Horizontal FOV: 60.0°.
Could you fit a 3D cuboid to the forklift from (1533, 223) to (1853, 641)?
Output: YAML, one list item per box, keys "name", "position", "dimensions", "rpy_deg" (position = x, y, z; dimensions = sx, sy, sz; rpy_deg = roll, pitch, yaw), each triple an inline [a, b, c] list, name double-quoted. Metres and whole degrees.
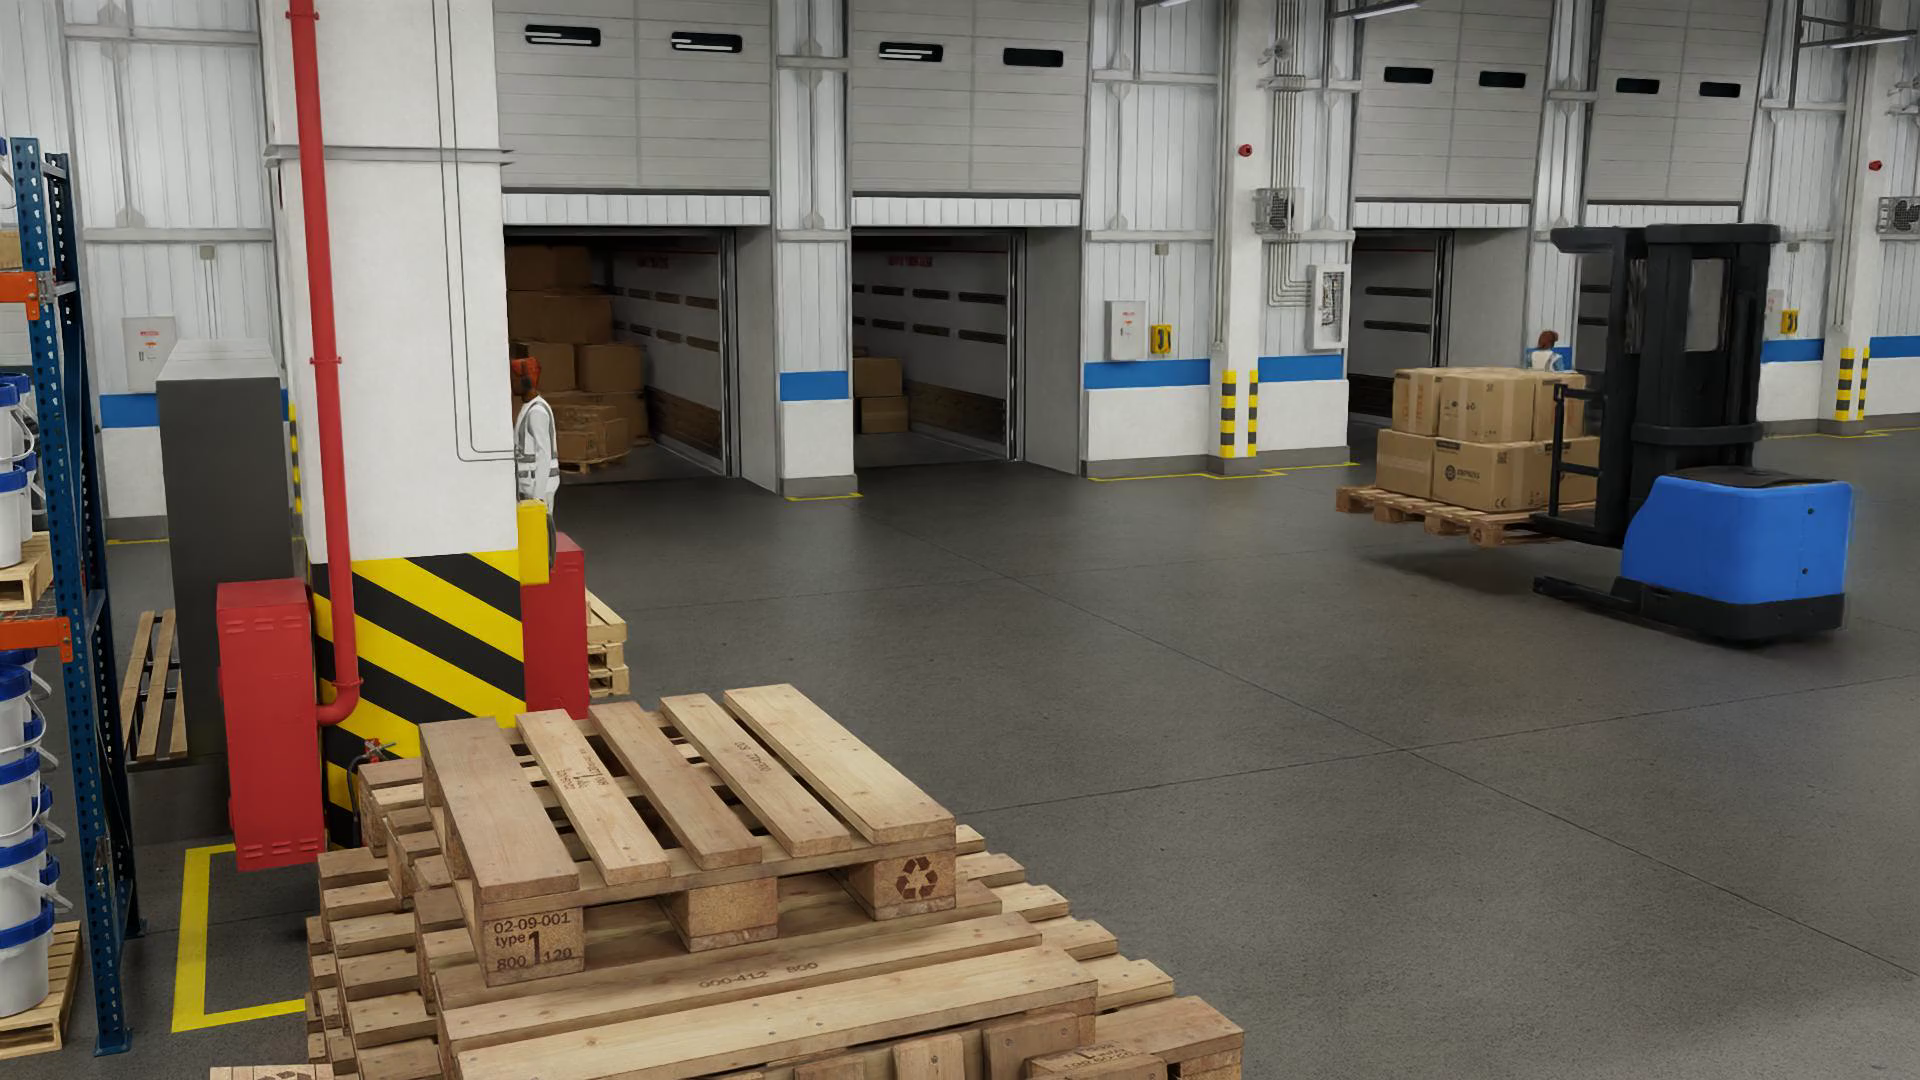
- name: "forklift"
  position: [5.253, -0.840, 11.814]
  dimensions: [1.129, 2.768, 1.873]
  rpy_deg: [-4, 11, -23]

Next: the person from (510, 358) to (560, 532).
- name: "person"
  position: [-3.059, -0.373, 11.987]
  dimensions: [0.337, 1.882, 0.583]
  rpy_deg: [-3, 11, -18]

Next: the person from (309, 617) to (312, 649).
- name: "person"
  position: [-4.030, -0.112, 11.023]
  dimensions: [0.770, 1.720, 0.491]
  rpy_deg: [-2, 11, -13]

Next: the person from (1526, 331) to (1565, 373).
- name: "person"
  position: [7.242, -1.775, 20.504]
  dimensions: [0.873, 1.587, 0.532]
  rpy_deg: [-6, 12, -28]
